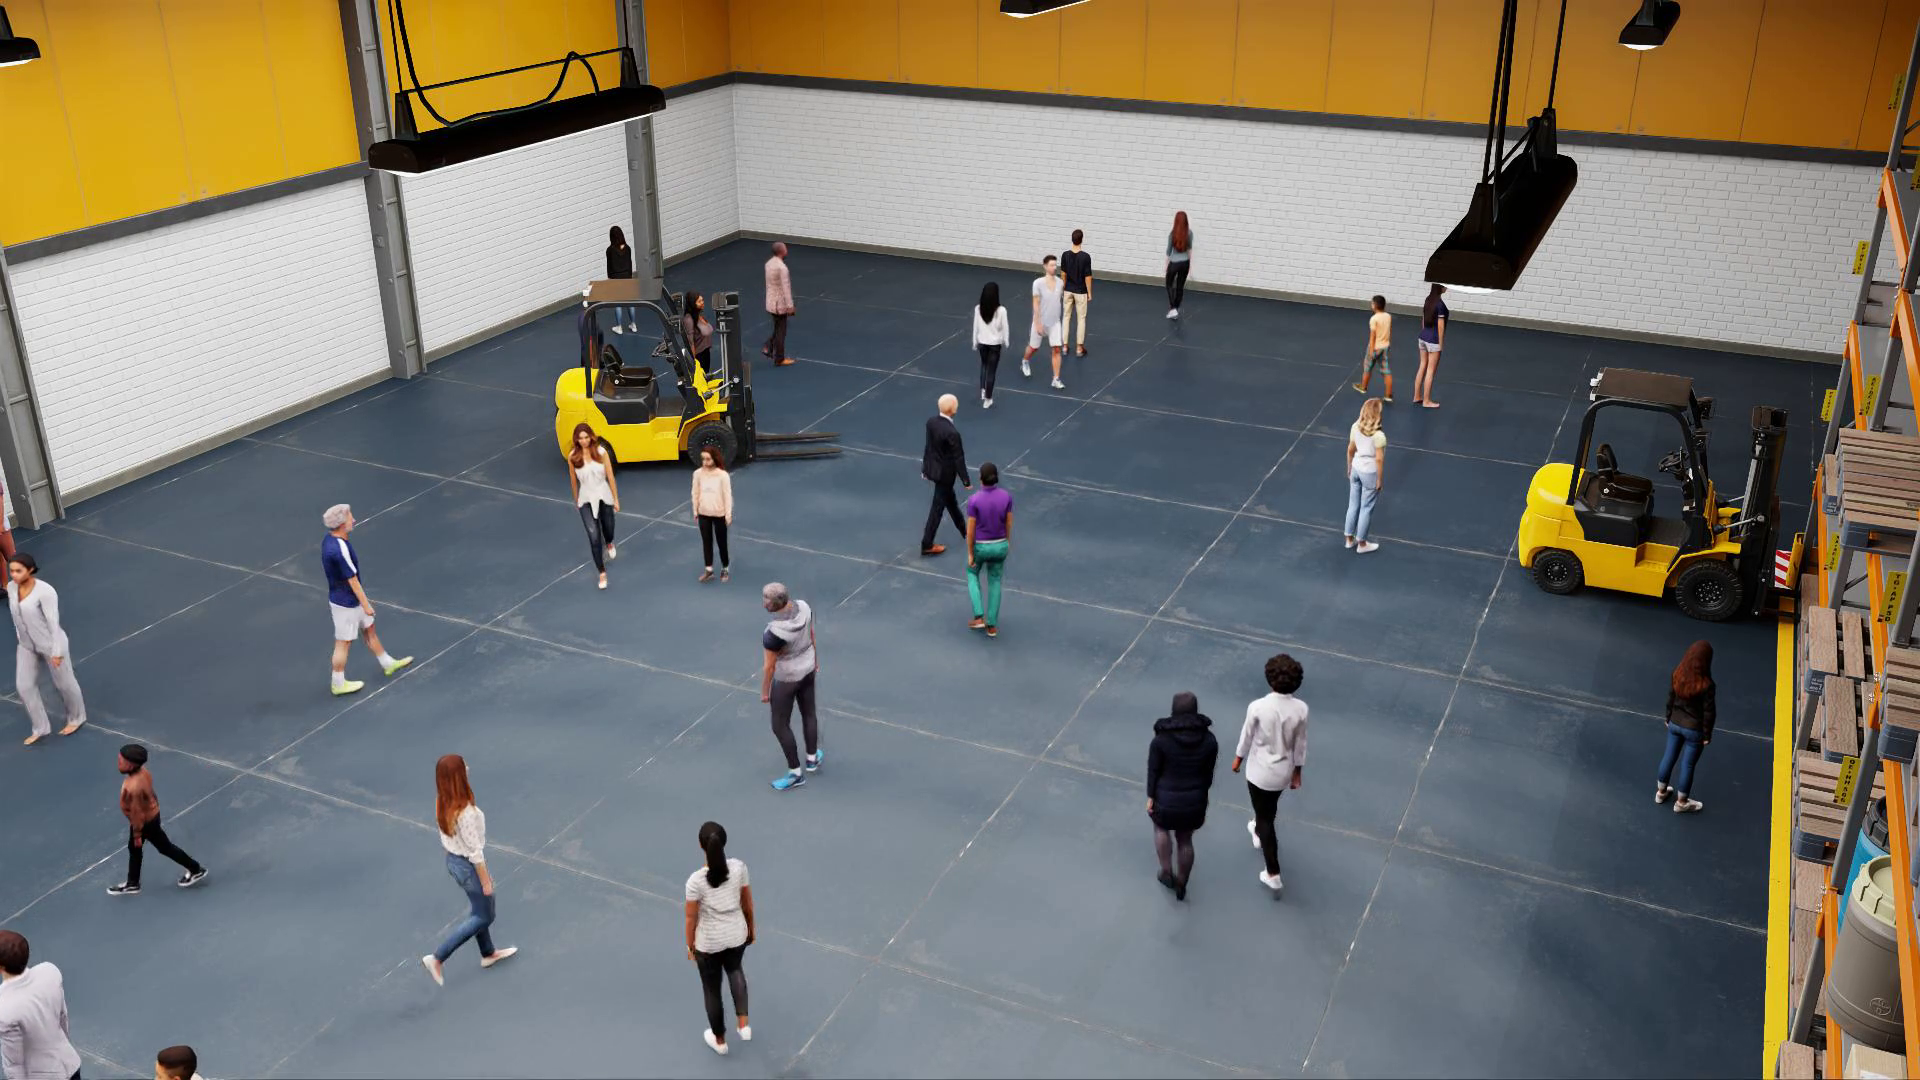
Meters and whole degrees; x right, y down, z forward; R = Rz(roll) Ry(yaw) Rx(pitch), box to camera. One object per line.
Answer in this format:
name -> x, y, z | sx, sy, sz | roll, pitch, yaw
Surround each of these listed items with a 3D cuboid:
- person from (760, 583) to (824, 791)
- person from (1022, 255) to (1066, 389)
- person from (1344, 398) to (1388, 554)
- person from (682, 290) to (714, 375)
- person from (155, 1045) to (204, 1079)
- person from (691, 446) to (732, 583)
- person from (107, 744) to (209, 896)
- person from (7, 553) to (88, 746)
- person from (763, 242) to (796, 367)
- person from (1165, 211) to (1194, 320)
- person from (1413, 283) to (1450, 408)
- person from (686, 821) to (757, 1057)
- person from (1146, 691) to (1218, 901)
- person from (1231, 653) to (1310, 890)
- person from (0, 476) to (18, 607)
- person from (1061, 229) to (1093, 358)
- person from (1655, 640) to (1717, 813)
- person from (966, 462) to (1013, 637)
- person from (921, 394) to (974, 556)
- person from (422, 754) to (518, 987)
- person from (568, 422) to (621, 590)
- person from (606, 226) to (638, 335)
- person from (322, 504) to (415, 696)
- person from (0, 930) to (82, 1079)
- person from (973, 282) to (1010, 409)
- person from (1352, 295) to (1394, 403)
person -> -1.308, 1.118, 13.634 | 0.633, 1.796, 0.952 | -18, 29, -35
person -> 1.142, -3.062, 23.167 | 1.244, 1.818, 1.250 | -10, 26, -22
person -> 4.357, -0.701, 17.886 | 0.706, 1.723, 0.709 | -16, 28, -32
person -> -3.396, -2.316, 21.430 | 0.770, 1.842, 0.629 | 4, 24, 8
person -> -3.997, 3.323, 9.030 | 0.830, 1.442, 0.778 | -6, 24, -14
person -> -2.557, -0.285, 17.231 | 0.619, 1.485, 0.592 | 4, 24, 10
person -> -5.902, 2.054, 12.198 | 0.955, 1.229, 0.901 | -8, 25, -17
person -> -7.835, 0.864, 14.314 | 0.759, 1.717, 0.863 | 4, 24, 9
person -> -2.688, -3.371, 23.906 | 0.869, 1.793, 0.834 | -13, 27, -26
person -> 3.442, -4.272, 26.038 | 0.797, 1.735, 0.871 | -4, 24, -9
person -> 6.330, -2.670, 22.336 | 0.720, 1.765, 0.648 | -7, 24, -15
person -> -1.465, 2.569, 10.526 | 0.720, 1.625, 0.791 | -15, 28, -30
person -> 1.600, 1.888, 12.035 | 0.812, 1.664, 0.845 | -3, 24, -7
person -> 2.307, 1.728, 12.267 | 1.044, 1.772, 1.211 | -3, 24, -7
person -> -9.704, -0.191, 16.693 | 0.586, 1.743, 0.512 | 10, 25, 21
person -> 1.698, -3.633, 24.433 | 0.643, 1.851, 0.555 | 9, 25, 20
person -> 5.788, 1.466, 13.226 | 0.664, 1.484, 0.642 | -15, 28, -31
person -> 0.302, 0.123, 15.963 | 0.751, 1.753, 0.799 | -6, 24, -13
person -> -0.256, -0.668, 17.757 | 1.236, 1.765, 1.094 | -14, 27, -29
person -> -3.373, 2.240, 11.168 | 1.009, 1.714, 0.832 | -18, 30, -36
person -> -3.753, -0.416, 17.182 | 0.995, 1.764, 1.109 | -7, 25, -16
person -> -5.205, -4.006, 25.547 | 0.623, 1.643, 0.702 | -12, 26, -26
person -> -5.580, 0.561, 14.890 | 1.126, 1.809, 1.001 | -13, 27, -27
person -> -5.050, 2.994, 9.295 | 0.852, 1.834, 0.765 | 4, 24, 10
person -> 0.372, -2.584, 22.243 | 0.629, 1.682, 0.726 | 9, 25, 19
person -> 5.705, -2.559, 22.509 | 0.975, 1.424, 0.985 | -10, 26, -22
